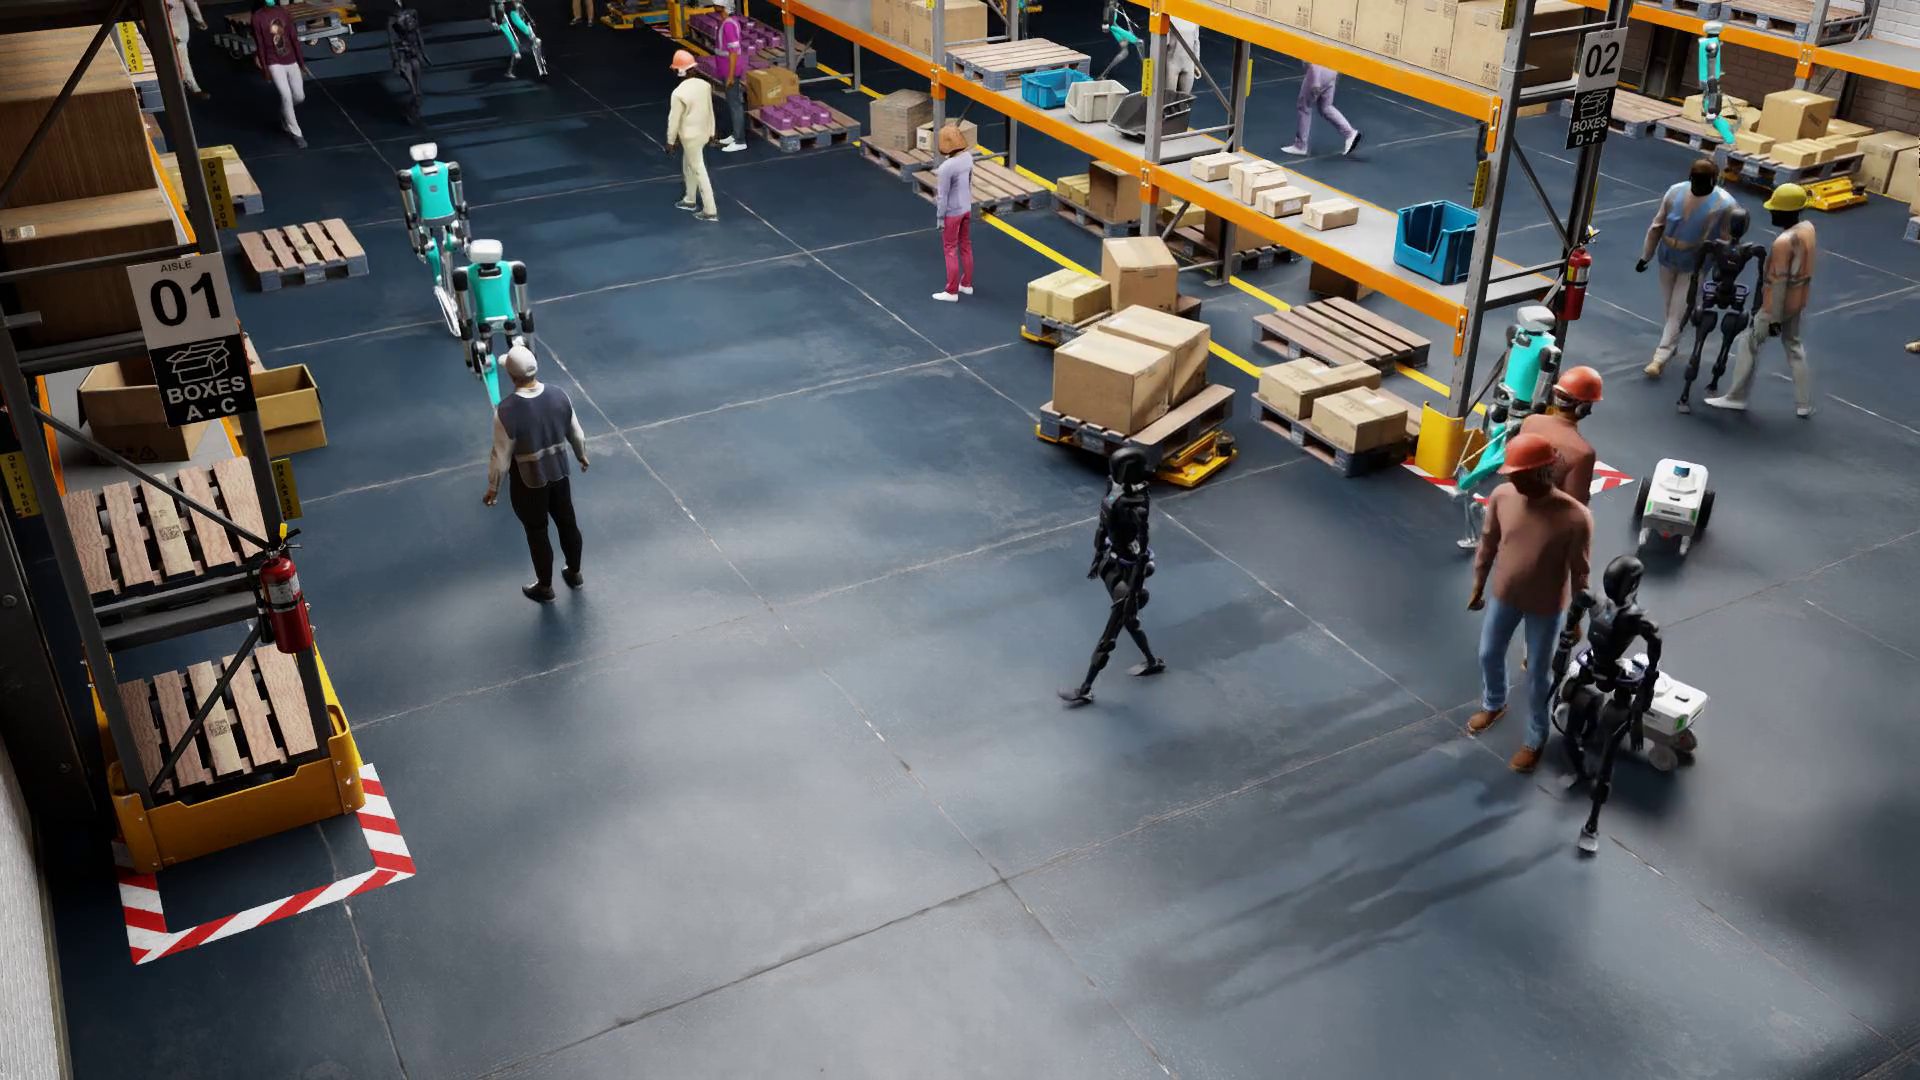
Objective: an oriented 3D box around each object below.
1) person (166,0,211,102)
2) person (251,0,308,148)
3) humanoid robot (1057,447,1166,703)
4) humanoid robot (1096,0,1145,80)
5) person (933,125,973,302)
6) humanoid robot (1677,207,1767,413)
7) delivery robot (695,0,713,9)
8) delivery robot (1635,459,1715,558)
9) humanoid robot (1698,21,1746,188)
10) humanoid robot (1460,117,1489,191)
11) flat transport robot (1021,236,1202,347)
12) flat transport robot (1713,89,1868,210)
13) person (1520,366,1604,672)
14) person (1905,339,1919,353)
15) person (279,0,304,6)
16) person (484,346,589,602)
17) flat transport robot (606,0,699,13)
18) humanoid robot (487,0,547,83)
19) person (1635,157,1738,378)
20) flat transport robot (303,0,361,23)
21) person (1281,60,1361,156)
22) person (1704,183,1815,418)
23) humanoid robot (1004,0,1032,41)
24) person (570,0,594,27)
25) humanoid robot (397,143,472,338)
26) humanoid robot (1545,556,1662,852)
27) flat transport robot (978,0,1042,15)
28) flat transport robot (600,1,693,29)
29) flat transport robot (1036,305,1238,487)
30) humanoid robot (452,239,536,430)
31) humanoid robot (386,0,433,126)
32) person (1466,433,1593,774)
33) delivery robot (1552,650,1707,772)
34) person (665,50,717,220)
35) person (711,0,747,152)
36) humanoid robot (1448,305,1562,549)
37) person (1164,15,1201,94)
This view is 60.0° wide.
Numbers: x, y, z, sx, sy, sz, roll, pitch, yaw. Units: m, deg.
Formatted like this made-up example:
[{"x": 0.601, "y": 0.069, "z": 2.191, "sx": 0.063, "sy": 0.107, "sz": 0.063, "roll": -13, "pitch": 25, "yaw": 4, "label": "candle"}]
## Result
[{"x": -9.955, "y": -6.588, "z": 21.247, "sx": 0.928, "sy": 1.900, "sz": 0.645, "roll": 13, "pitch": 32, "yaw": 21, "label": "person"}, {"x": -8.000, "y": -5.632, "z": 19.550, "sx": 0.730, "sy": 1.924, "sz": 0.500, "roll": 26, "pitch": 39, "yaw": 38, "label": "person"}, {"x": 0.919, "y": 0.186, "z": 9.711, "sx": 0.790, "sy": 1.622, "sz": 0.594, "roll": -11, "pitch": 32, "yaw": -18, "label": "humanoid robot"}, {"x": 2.259, "y": -6.916, "z": 22.006, "sx": 0.965, "sy": 1.777, "sz": 0.531, "roll": 6, "pitch": 30, "yaw": 11, "label": "humanoid robot"}, {"x": -0.055, "y": -2.991, "z": 15.252, "sx": 0.288, "sy": 1.629, "sz": 0.498, "roll": 18, "pitch": 35, "yaw": 29, "label": "person"}, {"x": 6.061, "y": -1.821, "z": 13.197, "sx": 0.602, "sy": 1.649, "sz": 0.631, "roll": 12, "pitch": 32, "yaw": 19, "label": "humanoid robot"}, {"x": -3.718, "y": -8.401, "z": 25.766, "sx": 0.803, "sy": 0.614, "sz": 0.499, "roll": -4, "pitch": 30, "yaw": -8, "label": "delivery robot"}, {"x": 4.976, "y": -0.269, "z": 11.582, "sx": 0.499, "sy": 0.586, "sz": 0.782, "roll": 14, "pitch": 33, "yaw": 23, "label": "delivery robot"}, {"x": 8.369, "y": -4.737, "z": 18.211, "sx": 0.803, "sy": 1.803, "sz": 0.550, "roll": 6, "pitch": 30, "yaw": 11, "label": "humanoid robot"}, {"x": 5.719, "y": -4.645, "z": 18.072, "sx": 0.424, "sy": 1.648, "sz": 0.595, "roll": 1, "pitch": 30, "yaw": 1, "label": "humanoid robot"}, {"x": 1.284, "y": -1.759, "z": 14.472, "sx": 1.431, "sy": 0.231, "sz": 0.659, "roll": 25, "pitch": 38, "yaw": 36, "label": "flat transport robot"}, {"x": 9.145, "y": -3.959, "z": 18.301, "sx": 0.659, "sy": 0.231, "sz": 1.431, "roll": -16, "pitch": 33, "yaw": -25, "label": "flat transport robot"}, {"x": 3.508, "y": -0.106, "z": 9.895, "sx": 0.446, "sy": 1.972, "sz": 0.627, "roll": -10, "pitch": 31, "yaw": -17, "label": "person"}, {"x": 8.439, "y": -2.343, "z": 14.137, "sx": 0.561, "sy": 1.599, "sz": 0.467, "roll": 12, "pitch": 32, "yaw": 19, "label": "person"}, {"x": -10.061, "y": -8.653, "z": 24.907, "sx": 0.431, "sy": 1.838, "sz": 0.624, "roll": 13, "pitch": 32, "yaw": 22, "label": "person"}, {"x": -2.686, "y": -0.422, "z": 10.647, "sx": 0.426, "sy": 1.759, "sz": 0.746, "roll": 26, "pitch": 39, "yaw": 37, "label": "person"}, {"x": -4.772, "y": -8.398, "z": 26.029, "sx": 1.431, "sy": 0.231, "sz": 0.659, "roll": -10, "pitch": 31, "yaw": -17, "label": "flat transport robot"}, {"x": -5.810, "y": -6.895, "z": 21.958, "sx": 0.957, "sy": 1.767, "sz": 0.534, "roll": 24, "pitch": 38, "yaw": 36, "label": "humanoid robot"}, {"x": 5.968, "y": -2.277, "z": 13.831, "sx": 0.807, "sy": 1.809, "sz": 0.638, "roll": -21, "pitch": 36, "yaw": -32, "label": "person"}, {"x": -9.718, "y": -8.185, "z": 25.659, "sx": 0.659, "sy": 0.231, "sz": 1.431, "roll": -15, "pitch": 33, "yaw": -24, "label": "flat transport robot"}, {"x": 4.209, "y": -5.308, "z": 19.049, "sx": 0.811, "sy": 1.876, "sz": 0.662, "roll": 20, "pitch": 35, "yaw": 31, "label": "person"}, {"x": 6.510, "y": -1.858, "z": 13.042, "sx": 0.659, "sy": 1.878, "sz": 0.718, "roll": -24, "pitch": 38, "yaw": -36, "label": "person"}, {"x": 0.869, "y": -7.941, "z": 23.792, "sx": 0.553, "sy": 1.781, "sz": 0.925, "roll": -16, "pitch": 34, "yaw": -26, "label": "humanoid robot"}, {"x": -5.750, "y": -8.580, "z": 24.888, "sx": 0.578, "sy": 1.725, "sz": 0.508, "roll": 0, "pitch": 30, "yaw": 0, "label": "person"}, {"x": -4.616, "y": -2.690, "z": 14.671, "sx": 0.550, "sy": 1.768, "sz": 1.033, "roll": -13, "pitch": 32, "yaw": -22, "label": "humanoid robot"}, {"x": 3.350, "y": 0.790, "z": 8.657, "sx": 0.605, "sy": 1.652, "sz": 0.587, "roll": -23, "pitch": 37, "yaw": -34, "label": "humanoid robot"}, {"x": 0.676, "y": -8.559, "z": 26.309, "sx": 0.659, "sy": 0.231, "sz": 1.431, "roll": -13, "pitch": 32, "yaw": -22, "label": "flat transport robot"}, {"x": -4.700, "y": -8.007, "z": 25.349, "sx": 1.431, "sy": 0.231, "sz": 0.659, "roll": -16, "pitch": 33, "yaw": -25, "label": "flat transport robot"}, {"x": 1.351, "y": -0.792, "z": 12.789, "sx": 1.431, "sy": 0.231, "sz": 0.659, "roll": 22, "pitch": 36, "yaw": 33, "label": "flat transport robot"}, {"x": -3.294, "y": -1.218, "z": 12.077, "sx": 0.540, "sy": 1.789, "sz": 0.912, "roll": -10, "pitch": 31, "yaw": -17, "label": "humanoid robot"}, {"x": -6.676, "y": -5.850, "z": 20.182, "sx": 0.338, "sy": 1.650, "sz": 0.615, "roll": 12, "pitch": 32, "yaw": 20, "label": "humanoid robot"}, {"x": 3.144, "y": 0.320, "z": 9.170, "sx": 0.429, "sy": 1.954, "sz": 0.687, "roll": -26, "pitch": 39, "yaw": -38, "label": "person"}, {"x": 3.839, "y": 0.911, "z": 9.515, "sx": 0.499, "sy": 0.572, "sz": 0.747, "roll": -26, "pitch": 39, "yaw": -38, "label": "delivery robot"}, {"x": -2.849, "y": -4.194, "z": 17.239, "sx": 0.722, "sy": 1.723, "sz": 0.571, "roll": 12, "pitch": 32, "yaw": 20, "label": "person"}, {"x": -2.685, "y": -5.458, "z": 19.326, "sx": 0.324, "sy": 1.845, "sz": 0.528, "roll": -5, "pitch": 30, "yaw": -9, "label": "person"}, {"x": 3.513, "y": -0.679, "z": 11.141, "sx": 0.719, "sy": 1.798, "sz": 0.553, "roll": -6, "pitch": 30, "yaw": -10, "label": "humanoid robot"}, {"x": 2.547, "y": -5.538, "z": 19.417, "sx": 0.570, "sy": 1.898, "sz": 0.349, "roll": -13, "pitch": 32, "yaw": -21, "label": "person"}]
